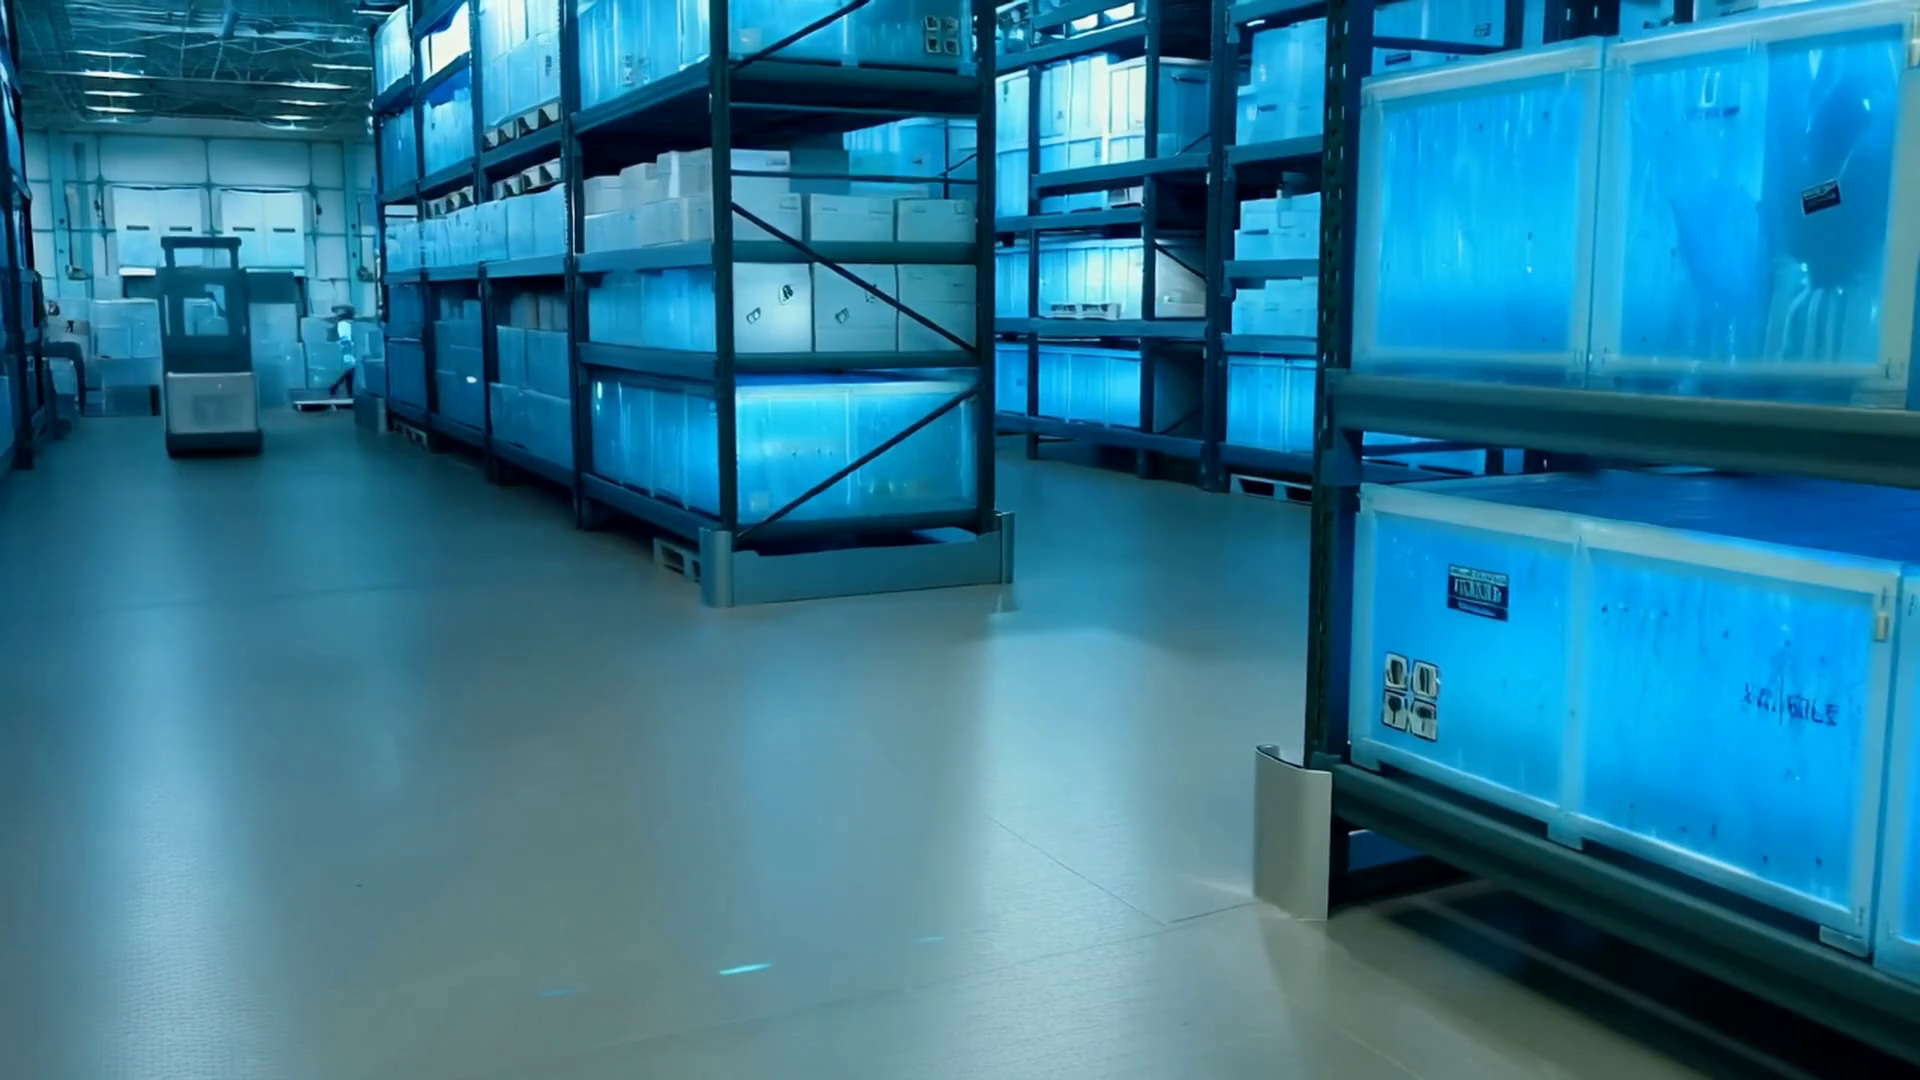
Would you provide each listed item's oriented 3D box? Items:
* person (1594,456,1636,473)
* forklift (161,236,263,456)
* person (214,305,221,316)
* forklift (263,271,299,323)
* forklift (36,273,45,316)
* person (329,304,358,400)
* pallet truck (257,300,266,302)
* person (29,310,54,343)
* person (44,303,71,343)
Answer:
[{"bbox_3d":[2.633,0.153,7.065,0.507,1.699,0.535,-2,9,-17],"label":"person"},{"bbox_3d":[-9.865,-2.569,21.800,1.129,2.768,1.873,-4,9,-26],"label":"forklift"},{"bbox_3d":[-24.221,-6.743,54.020,0.598,1.890,0.947,-2,9,-16],"label":"person"},{"bbox_3d":[-19.767,-6.452,48.580,1.873,2.768,1.129,6,10,37],"label":"forklift"},{"bbox_3d":[-28.341,-6.758,50.689,1.873,2.768,1.129,4,9,24],"label":"forklift"},{"bbox_3d":[-12.174,-3.703,32.904,0.601,1.925,0.567,0,8,-1],"label":"person"},{"bbox_3d":[-23.913,-7.404,58.171,1.885,1.965,0.823,-1,8,-9],"label":"pallet truck"},{"bbox_3d":[-17.774,-3.514,31.967,0.661,1.811,0.833,8,11,43],"label":"person"},{"bbox_3d":[-20.505,-4.414,37.753,0.633,1.938,0.356,-4,9,-26],"label":"person"}]
